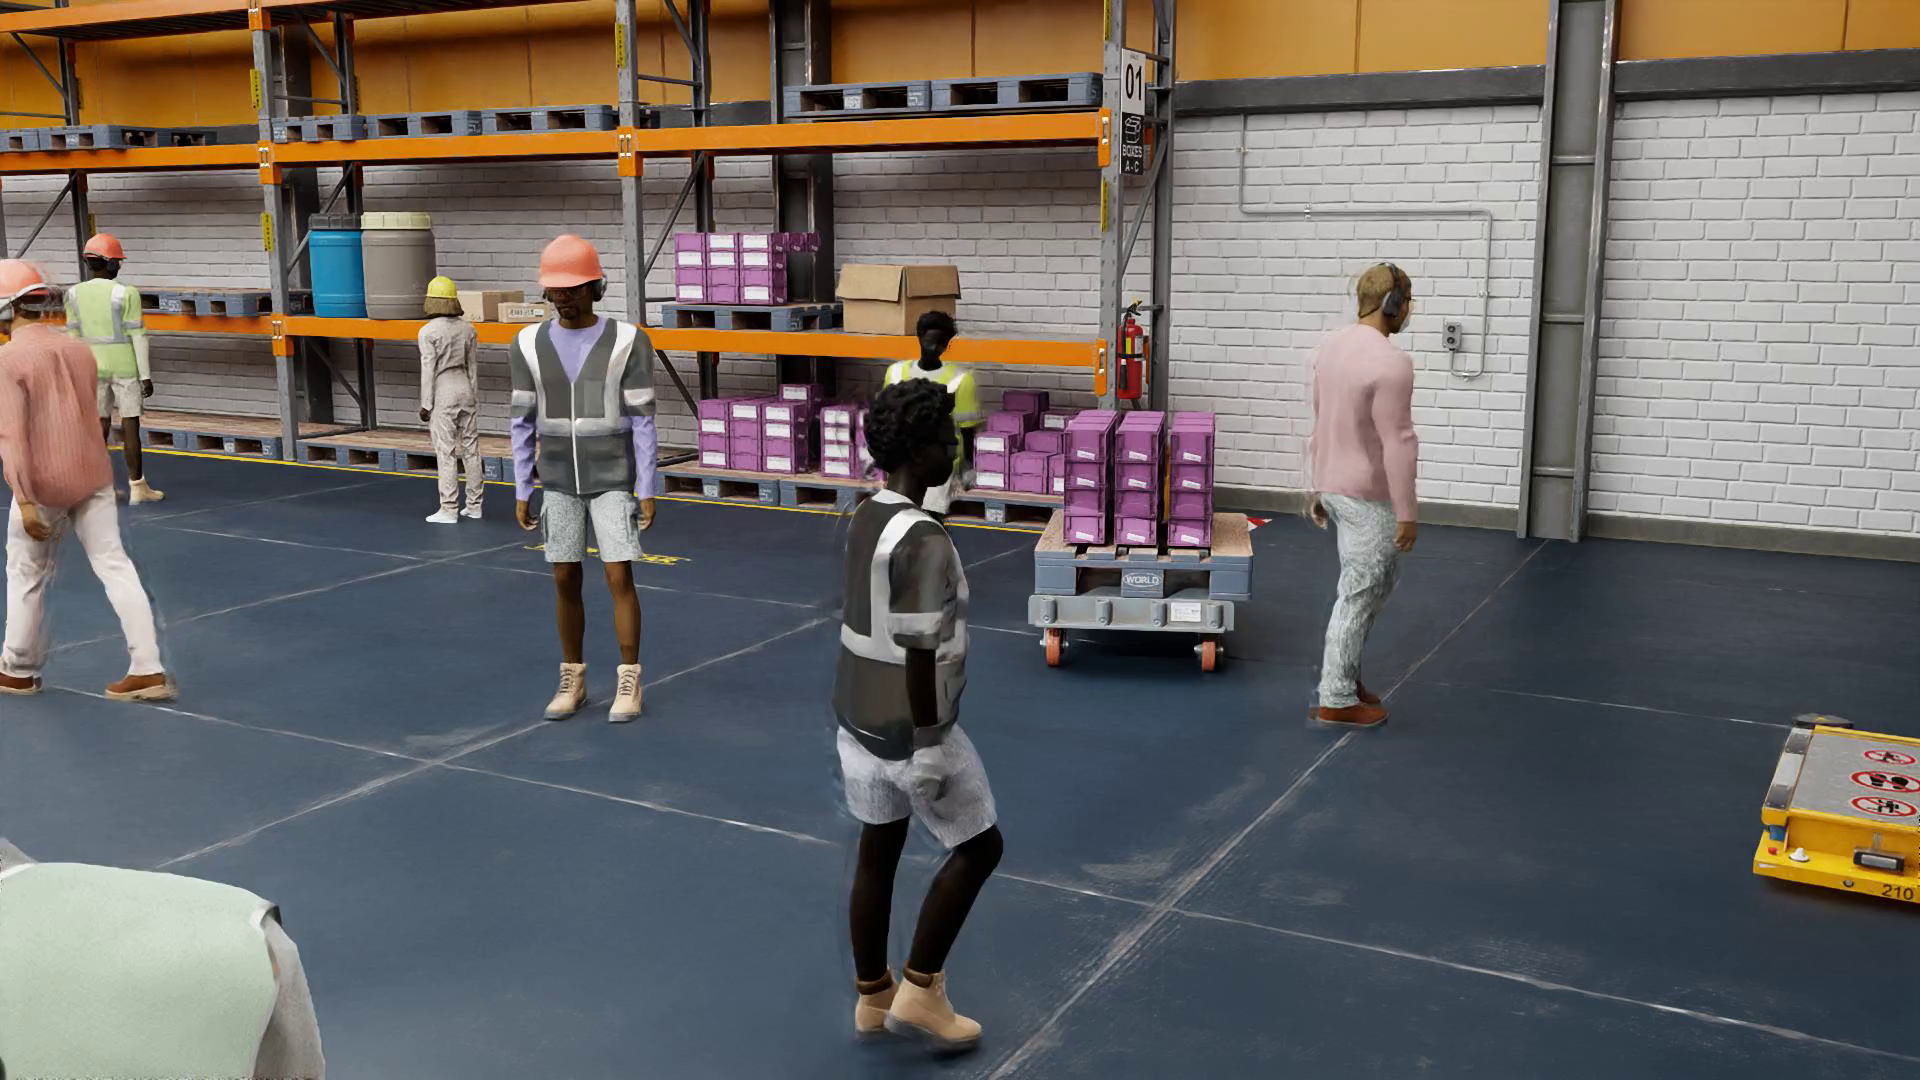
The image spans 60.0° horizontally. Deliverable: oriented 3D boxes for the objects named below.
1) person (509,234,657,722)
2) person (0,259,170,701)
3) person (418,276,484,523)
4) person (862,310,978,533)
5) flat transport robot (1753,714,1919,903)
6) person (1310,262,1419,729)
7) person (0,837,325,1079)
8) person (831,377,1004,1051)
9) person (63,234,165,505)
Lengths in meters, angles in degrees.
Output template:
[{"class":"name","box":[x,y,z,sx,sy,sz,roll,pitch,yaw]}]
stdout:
[{"class":"person","box":[-1.569,-0.240,6.930,0.611,2.031,0.410,1,10,4]},{"class":"person","box":[-3.910,-0.241,7.224,0.993,1.937,0.591,4,11,21]},{"class":"person","box":[-3.638,-0.992,11.829,0.295,1.744,0.485,7,12,32]},{"class":"person","box":[-0.183,-0.418,8.958,0.542,1.638,0.893,6,12,31]},{"class":"flat transport robot","box":[3.113,0.880,5.601,0.652,0.197,1.431,6,12,30]},{"class":"person","box":[1.683,-0.167,6.819,0.505,1.915,0.664,-2,11,-12]},{"class":"person","box":[-0.715,0.863,1.177,0.587,1.920,0.390,-4,11,-20]},{"class":"person","box":[-0.088,0.442,4.101,0.435,1.682,0.552,-4,11,-21]},{"class":"person","box":[-6.392,-1.277,12.564,0.607,2.044,0.372,1,10,5]}]
